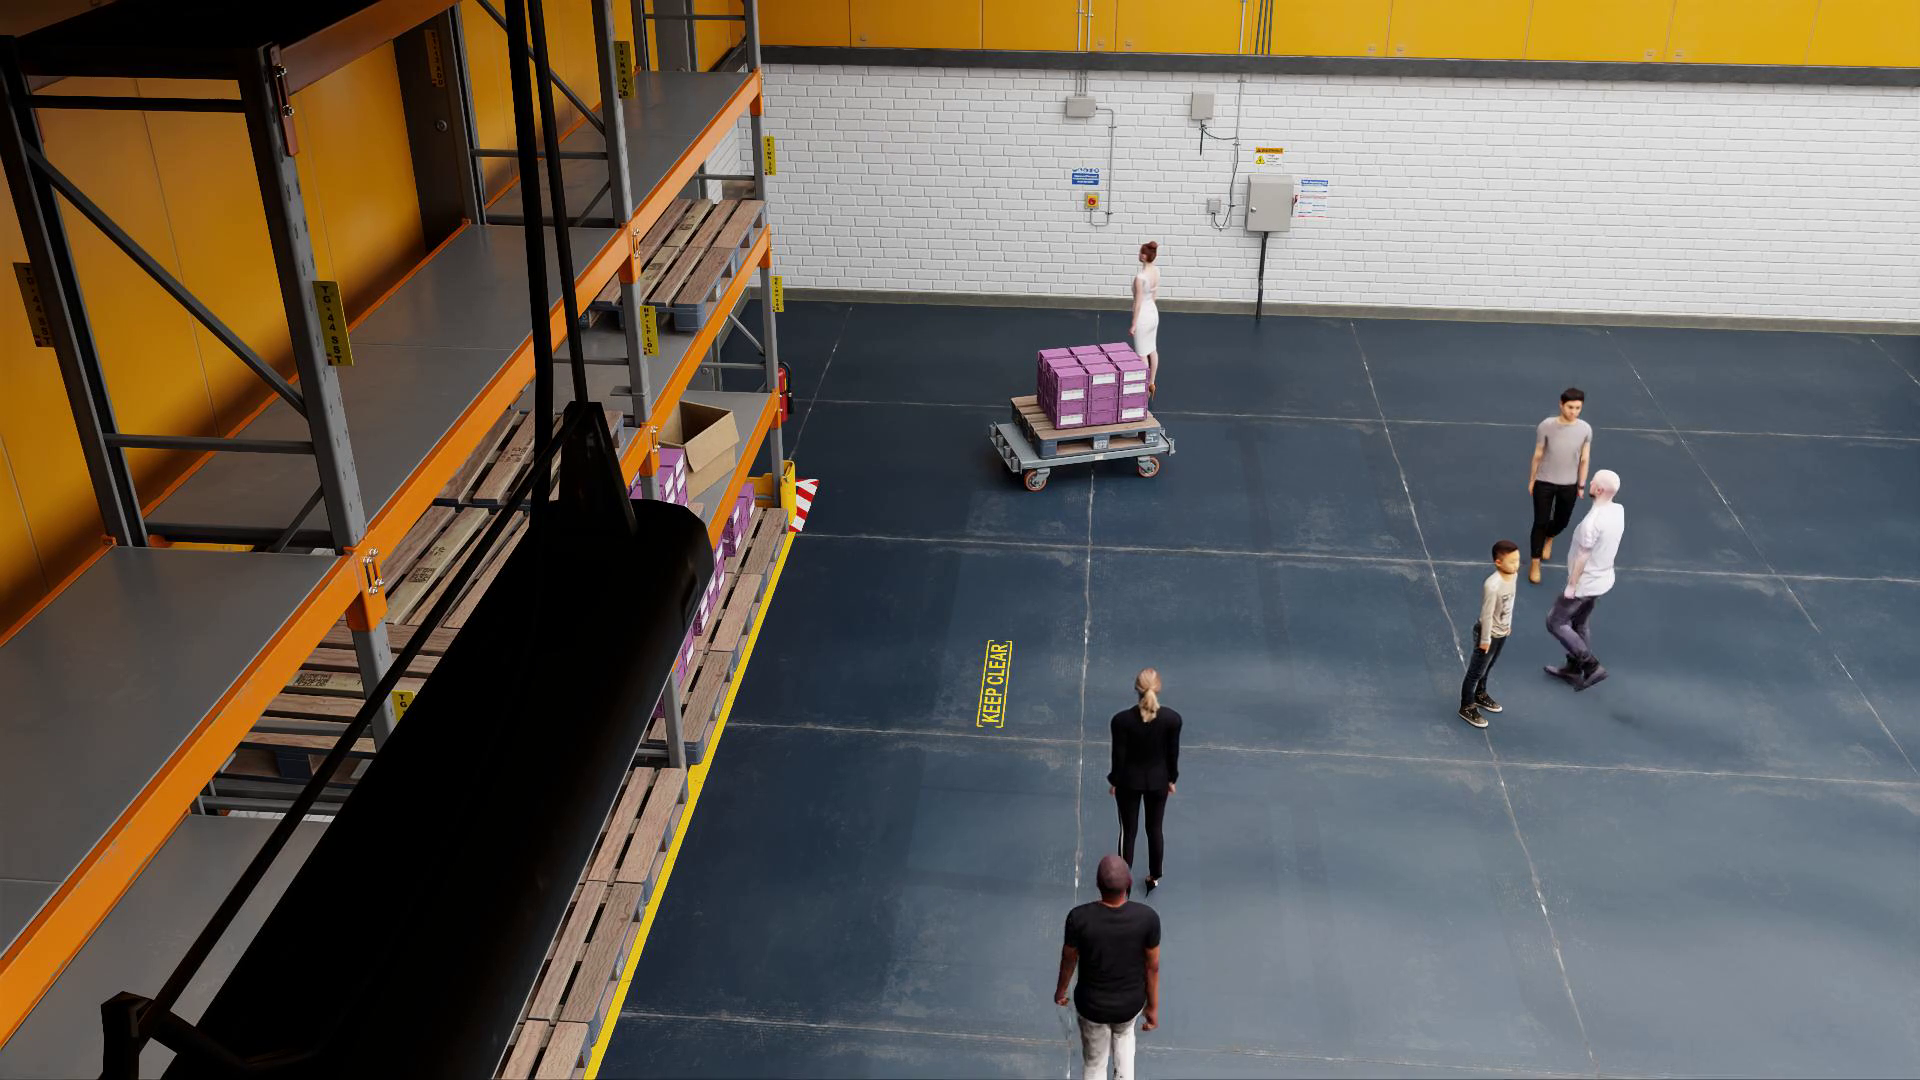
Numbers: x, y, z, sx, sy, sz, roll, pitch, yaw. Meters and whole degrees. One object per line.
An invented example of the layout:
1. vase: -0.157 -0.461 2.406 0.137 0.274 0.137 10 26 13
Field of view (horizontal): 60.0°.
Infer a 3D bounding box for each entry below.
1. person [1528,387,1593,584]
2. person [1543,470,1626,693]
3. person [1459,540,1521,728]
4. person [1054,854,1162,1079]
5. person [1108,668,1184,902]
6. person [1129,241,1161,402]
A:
1. person: 5.109 -0.528 14.223 0.699 1.700 0.979 6 29 11
2. person: 4.787 0.354 12.483 0.895 1.818 0.951 -25 38 -38
3. person: 3.931 0.660 12.292 0.693 1.463 0.605 23 36 36
4. person: 0.786 2.467 8.639 0.734 1.789 0.722 -4 29 -7
5. person: 1.146 1.538 10.428 0.646 1.707 0.603 -3 29 -5
6. person: 1.934 -2.257 17.298 0.694 1.791 0.590 20 35 32
